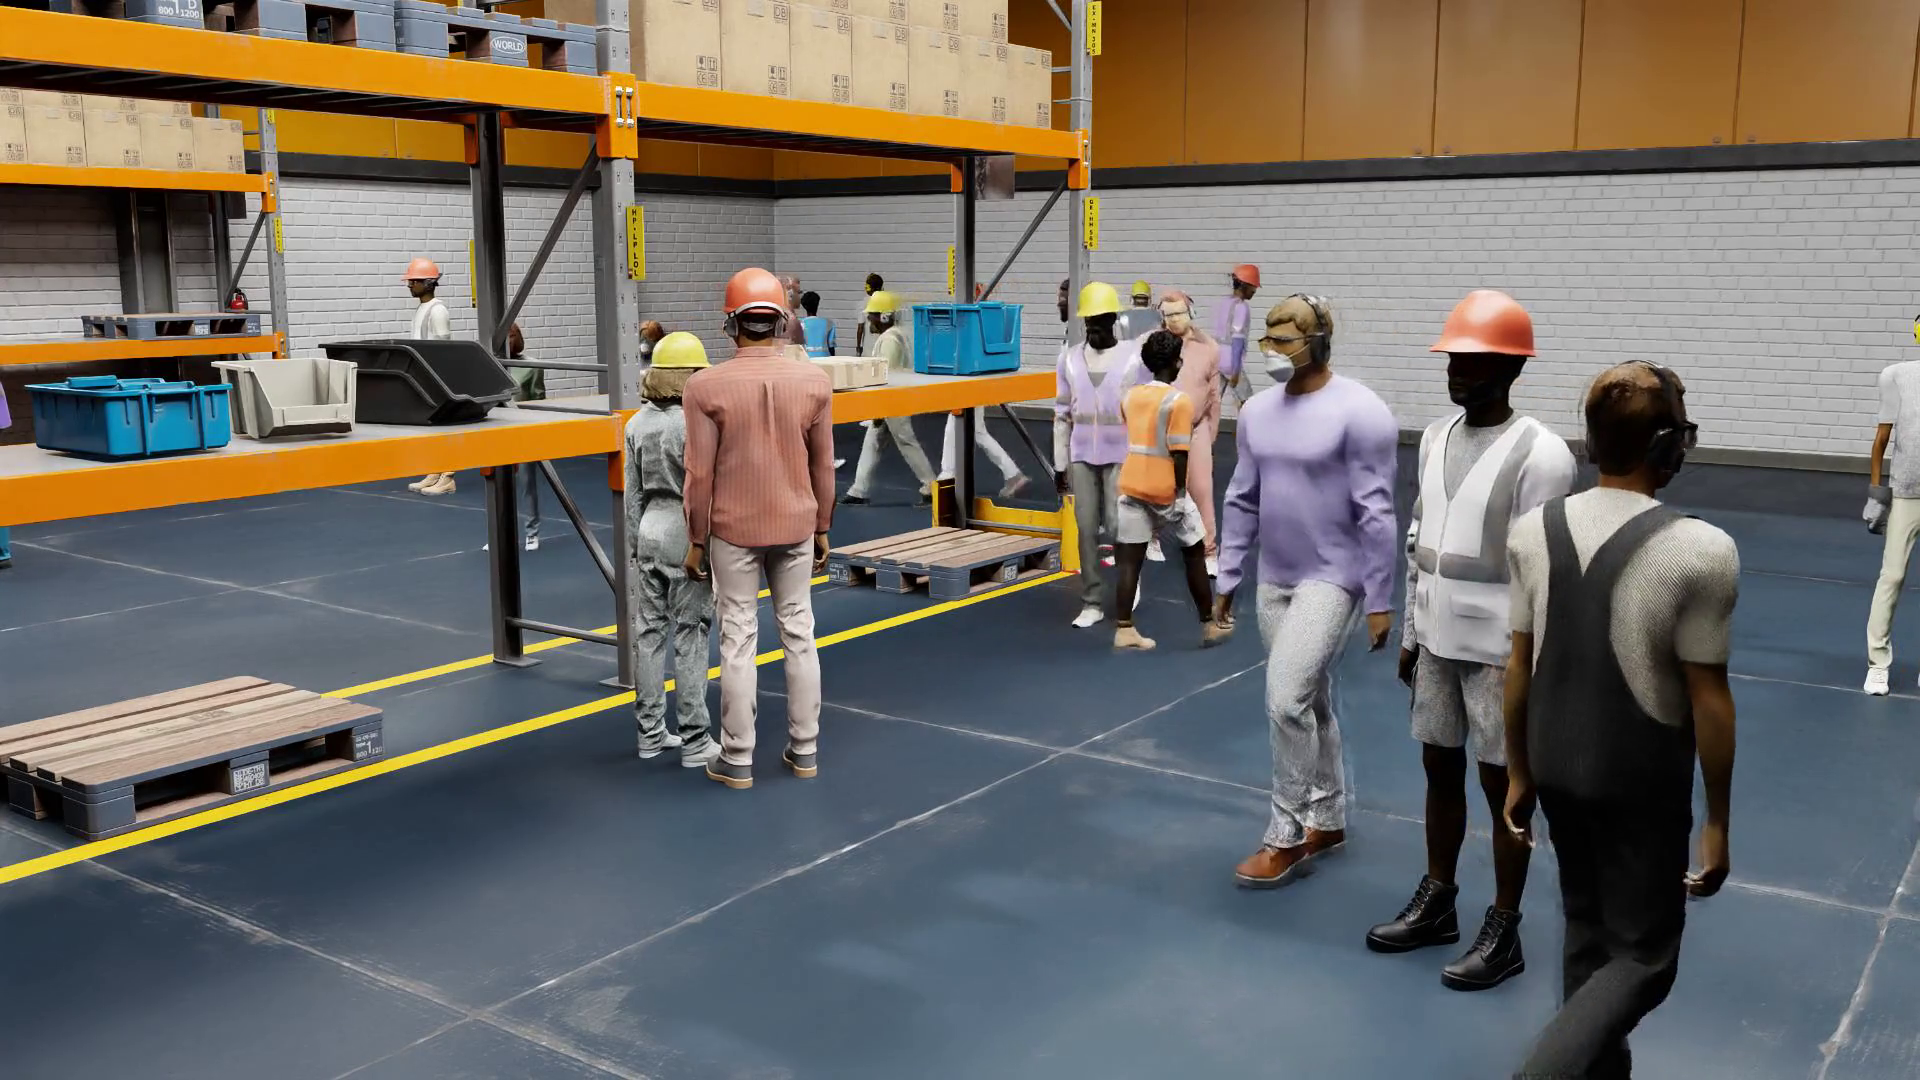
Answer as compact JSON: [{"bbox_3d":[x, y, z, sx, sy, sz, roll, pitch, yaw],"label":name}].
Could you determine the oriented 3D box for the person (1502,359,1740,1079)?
[{"bbox_3d":[1.343,0.534,3.510,0.755,1.826,0.522,-7,12,-34],"label":"person"}]

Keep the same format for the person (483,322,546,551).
[{"bbox_3d":[-3.132,-0.729,11.591,0.507,1.631,0.271,0,10,0],"label":"person"}]

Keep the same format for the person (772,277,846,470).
[{"bbox_3d":[-1.564,-1.529,15.661,0.946,1.861,0.665,-5,11,-28],"label":"person"}]

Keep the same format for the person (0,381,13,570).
[{"bbox_3d":[-6.424,-0.713,10.864,0.389,1.846,0.567,-8,12,-39],"label":"person"}]

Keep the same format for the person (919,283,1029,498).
[{"bbox_3d":[0.132,-1.277,14.204,0.919,1.858,0.573,1,10,5],"label":"person"}]

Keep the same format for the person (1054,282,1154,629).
[{"bbox_3d":[0.806,-0.469,9.219,0.602,1.907,0.487,5,11,27],"label":"person"}]

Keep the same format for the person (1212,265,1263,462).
[{"bbox_3d":[2.771,-1.748,16.633,1.055,1.968,0.704,-2,10,-14],"label":"person"}]

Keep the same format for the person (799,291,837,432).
[{"bbox_3d":[-1.591,-1.848,18.069,0.530,1.696,0.321,-4,10,-23],"label":"person"}]

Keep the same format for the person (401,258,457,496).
[{"bbox_3d":[-4.603,-1.406,14.409,0.378,2.044,0.607,-7,12,-35],"label":"person"}]

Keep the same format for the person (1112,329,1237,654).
[{"bbox_3d":[1.090,-0.258,8.674,0.794,1.662,0.536,-8,12,-38],"label":"person"}]

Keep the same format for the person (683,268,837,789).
[{"bbox_3d":[-0.773,-0.040,6.416,0.614,1.994,0.381,-5,11,-27],"label":"person"}]

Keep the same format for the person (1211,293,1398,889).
[{"bbox_3d":[1.055,0.167,5.423,0.746,1.910,0.654,-6,11,-32],"label":"person"}]

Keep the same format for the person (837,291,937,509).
[{"bbox_3d":[-0.559,-1.128,13.535,0.945,1.785,0.600,-1,10,-5],"label":"person"}]

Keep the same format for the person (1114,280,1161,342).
[{"bbox_3d":[1.932,-1.852,17.735,0.616,1.810,0.657,1,10,5],"label":"person"}]

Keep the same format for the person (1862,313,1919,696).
[{"bbox_3d":[4.483,-0.193,7.698,0.532,1.871,0.321,2,10,14],"label":"person"}]

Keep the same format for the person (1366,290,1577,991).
[{"bbox_3d":[1.433,0.279,4.670,0.353,1.942,0.546,-5,11,-28],"label":"person"}]

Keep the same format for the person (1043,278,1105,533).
[{"bbox_3d":[0.811,-0.971,12.240,0.627,1.896,0.637,-2,10,-9],"label":"person"}]

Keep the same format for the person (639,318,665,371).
[{"bbox_3d":[-2.241,-0.821,12.185,0.557,1.611,0.508,4,10,23],"label":"person"}]

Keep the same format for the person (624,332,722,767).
[{"bbox_3d":[-1.132,0.037,6.709,0.490,1.740,0.321,7,12,36],"label":"person"}]

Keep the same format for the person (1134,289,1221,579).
[{"bbox_3d":[1.400,-0.710,10.902,0.641,1.860,0.951,-1,10,-4],"label":"person"}]

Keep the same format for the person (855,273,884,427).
[{"bbox_3d":[-1.040,-2.314,20.332,0.531,1.868,0.318,-4,10,-22],"label":"person"}]
